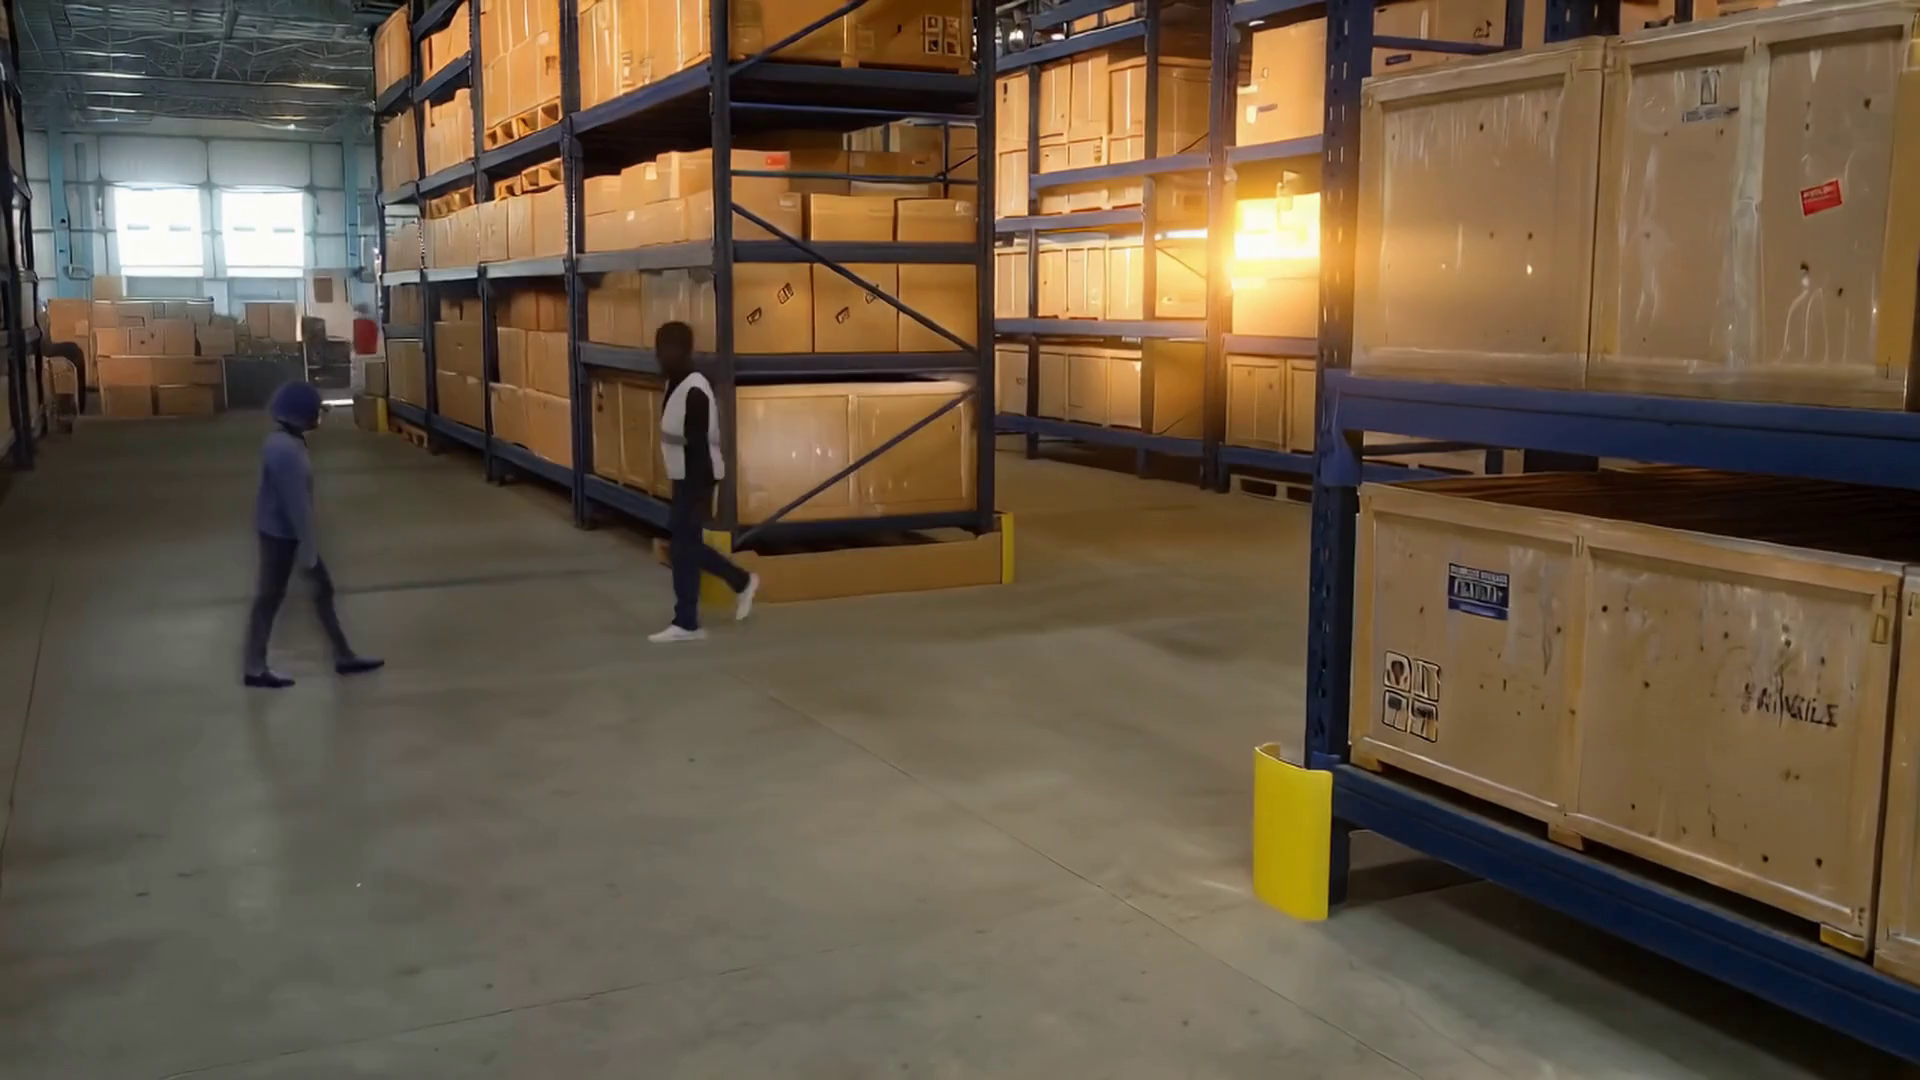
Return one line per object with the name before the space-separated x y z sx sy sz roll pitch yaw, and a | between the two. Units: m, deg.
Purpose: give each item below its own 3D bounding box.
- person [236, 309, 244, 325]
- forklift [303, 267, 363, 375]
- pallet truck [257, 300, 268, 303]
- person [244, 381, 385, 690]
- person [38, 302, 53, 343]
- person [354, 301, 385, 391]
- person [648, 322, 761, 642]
person | -27.173 -7.896 62.807 0.314 1.636 0.515 -3 9 -23
forklift | -16.290 -5.598 42.694 1.129 2.768 1.873 1 8 7
pallet truck | -23.913 -7.404 58.171 1.885 1.965 0.823 -1 8 -9
person | -3.378 -0.020 8.617 0.787 1.593 0.530 -2 9 -15
person | -26.143 -5.818 47.438 0.627 1.941 0.371 1 8 5
person | -11.220 -3.573 31.843 0.797 1.964 0.641 3 9 19
person | -1.542 -0.346 9.891 0.645 1.899 0.612 -3 9 -22
